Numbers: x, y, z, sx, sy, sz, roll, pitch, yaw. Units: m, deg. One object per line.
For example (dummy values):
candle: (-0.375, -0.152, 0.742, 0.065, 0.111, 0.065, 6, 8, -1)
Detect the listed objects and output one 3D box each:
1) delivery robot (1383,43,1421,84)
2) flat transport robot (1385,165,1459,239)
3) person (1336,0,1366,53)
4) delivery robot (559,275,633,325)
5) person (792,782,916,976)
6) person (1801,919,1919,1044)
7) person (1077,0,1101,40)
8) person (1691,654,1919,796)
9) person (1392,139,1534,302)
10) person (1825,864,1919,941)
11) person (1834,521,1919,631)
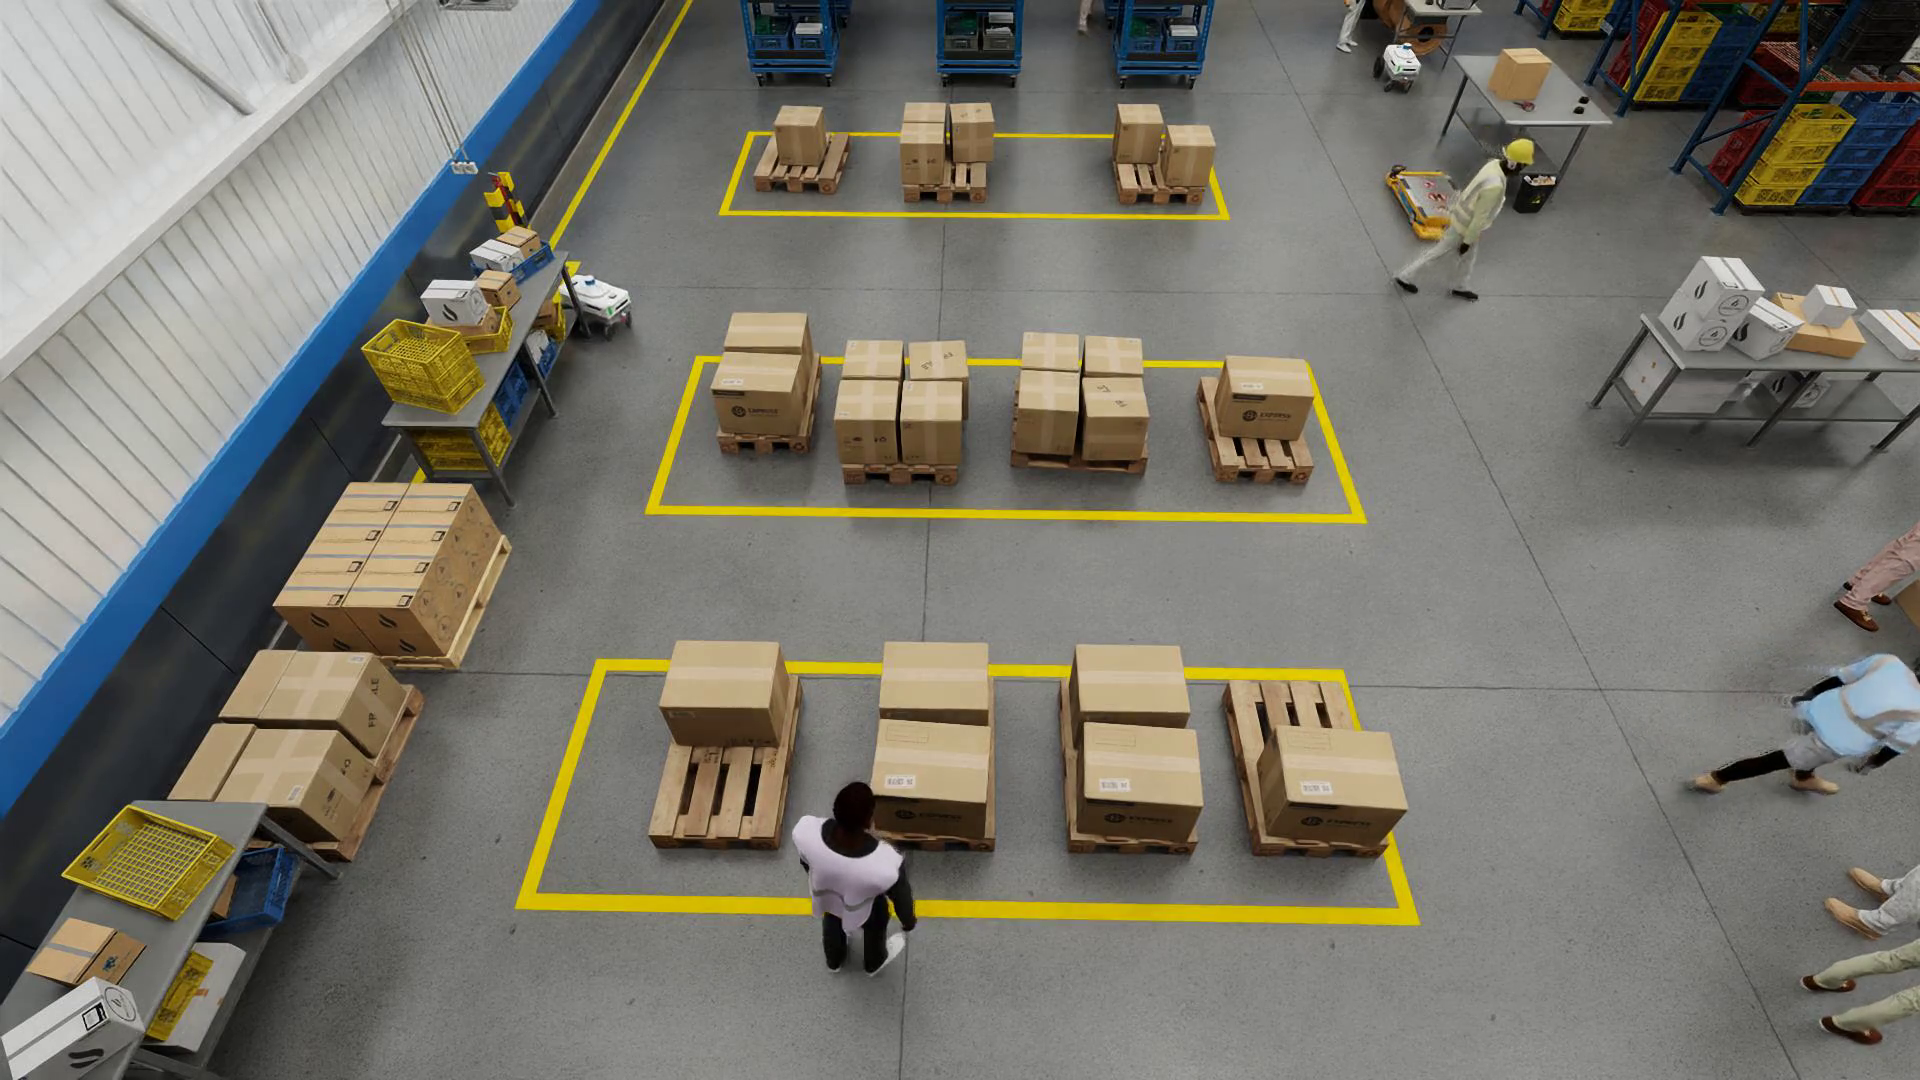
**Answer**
delivery robot: (6.389, -6.916, 13.255, 0.477, 0.478, 0.707, 1, 49, 1)
flat transport robot: (5.692, -4.094, 11.059, 0.652, 0.197, 1.431, 1, 49, 1)
person: (6.064, -8.261, 13.767, 0.311, 1.636, 0.522, 28, 55, 22)
delivery robot: (-3.743, -2.486, 9.421, 0.707, 0.478, 0.477, 21, 52, 17)
person: (-0.531, 1.872, 4.828, 0.636, 1.896, 0.463, 17, 51, 15)
person: (5.108, 2.133, 4.634, 0.334, 1.855, 0.520, 2, 49, 1)
person: (2.072, -8.877, 14.110, 0.571, 1.945, 0.820, 29, 55, 23)
person: (5.371, 1.160, 5.608, 0.934, 1.634, 0.554, 7, 50, 6)
person: (5.142, -3.261, 9.361, 0.885, 1.774, 0.614, 21, 52, 17)
person: (5.621, 1.684, 5.036, 0.624, 1.835, 0.431, -27, 54, -21)
person: (7.107, -0.108, 6.532, 0.643, 1.913, 0.408, -34, 57, -26)
